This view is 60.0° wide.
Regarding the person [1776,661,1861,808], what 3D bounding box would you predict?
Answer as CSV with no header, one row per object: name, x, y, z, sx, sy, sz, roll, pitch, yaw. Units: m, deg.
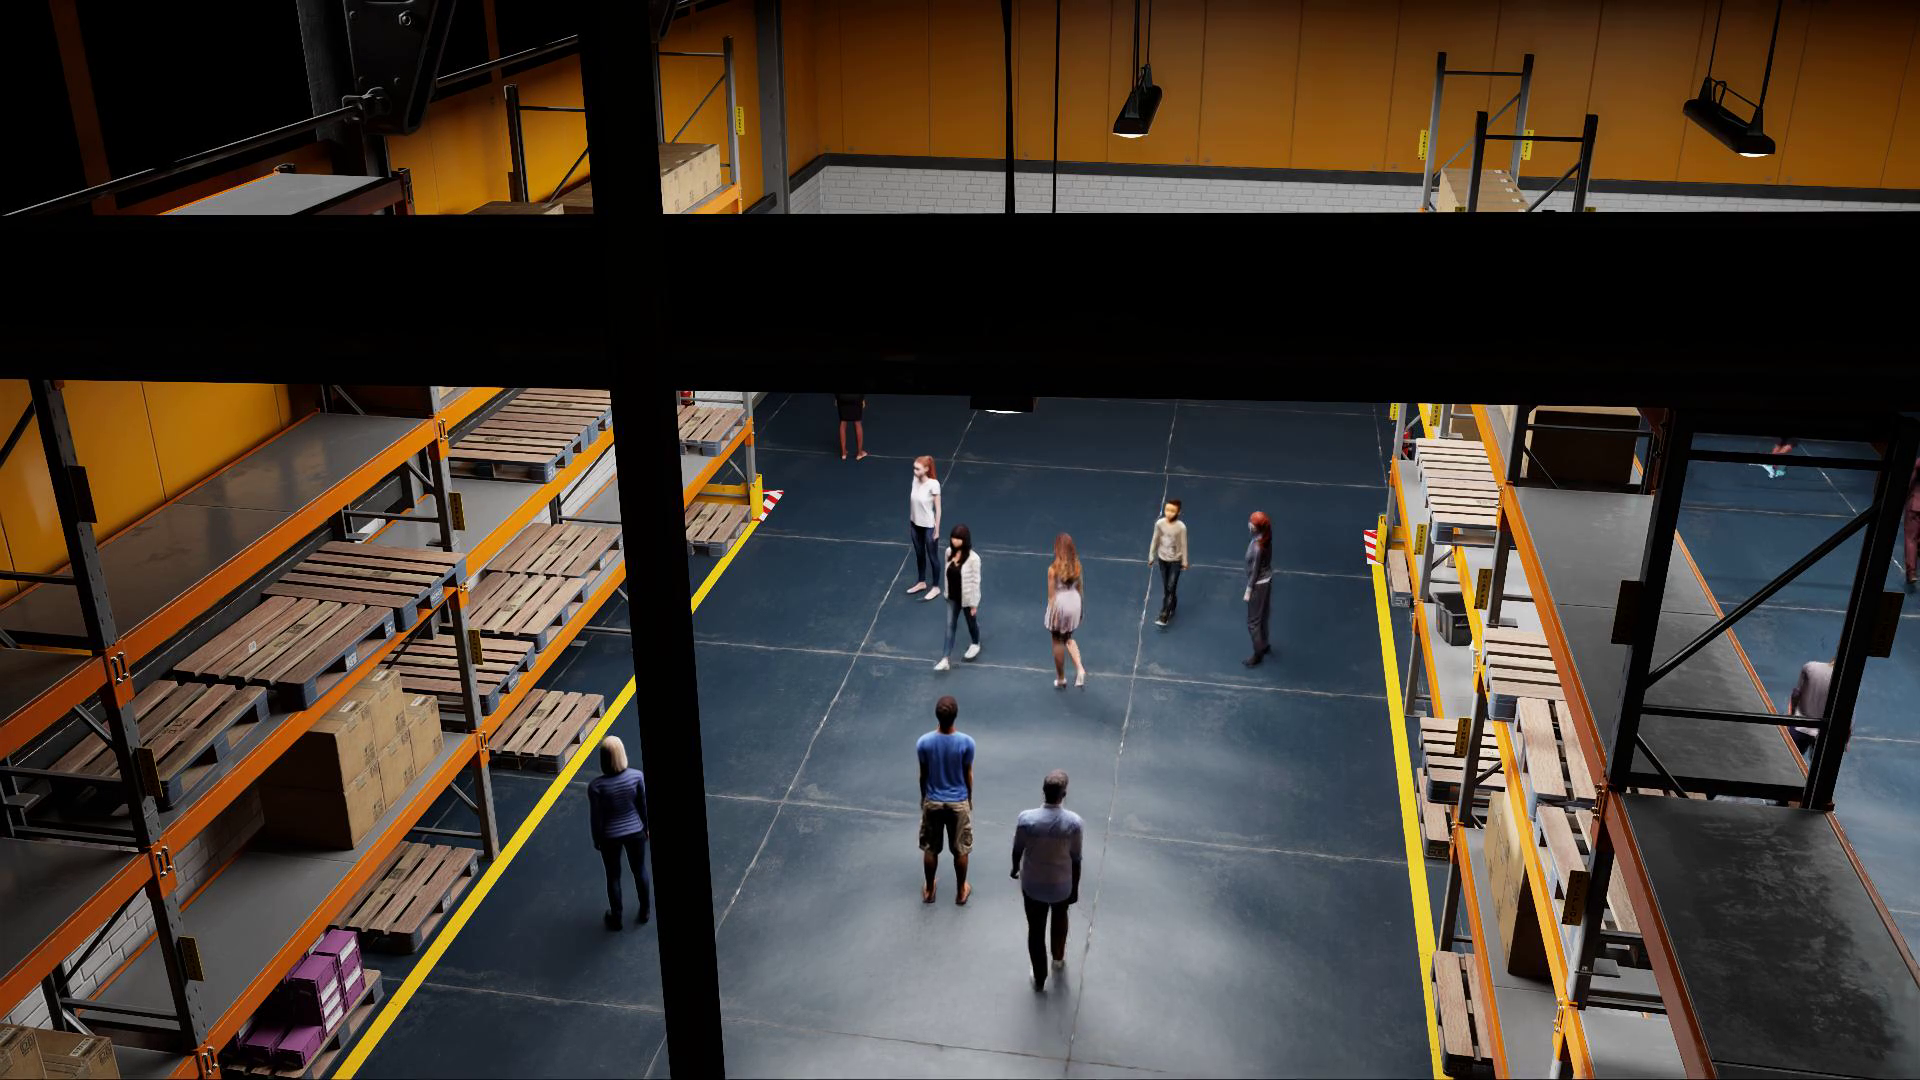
person,7.587,1.691,14.806,0.819,1.812,0.842,13,27,28

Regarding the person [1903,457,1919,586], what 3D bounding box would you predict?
person,11.290,-0.354,19.444,0.780,1.844,1.194,6,24,14

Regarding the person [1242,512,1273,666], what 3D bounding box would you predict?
person,3.210,0.471,17.669,0.853,1.754,0.525,14,27,28

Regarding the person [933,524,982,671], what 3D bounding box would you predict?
person,0.071,0.580,17.617,0.874,1.594,1.131,13,27,28

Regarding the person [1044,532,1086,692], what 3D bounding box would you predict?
person,1.112,0.797,16.921,0.801,1.756,0.894,-12,26,-26

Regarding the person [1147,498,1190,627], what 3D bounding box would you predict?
person,2.396,0.198,18.680,0.797,1.444,0.983,15,28,30

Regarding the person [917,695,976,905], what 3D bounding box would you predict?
person,-0.111,2.148,13.701,0.640,1.859,0.576,2,24,5

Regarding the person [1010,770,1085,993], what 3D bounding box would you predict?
person,0.672,2.644,12.643,0.772,1.798,0.812,-1,24,-1

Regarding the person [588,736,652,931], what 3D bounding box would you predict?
person,-2.723,2.346,13.391,0.728,1.745,0.747,-11,26,-23

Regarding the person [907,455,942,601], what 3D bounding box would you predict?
person,-0.389,-0.161,19.136,0.658,1.737,0.680,20,30,38
